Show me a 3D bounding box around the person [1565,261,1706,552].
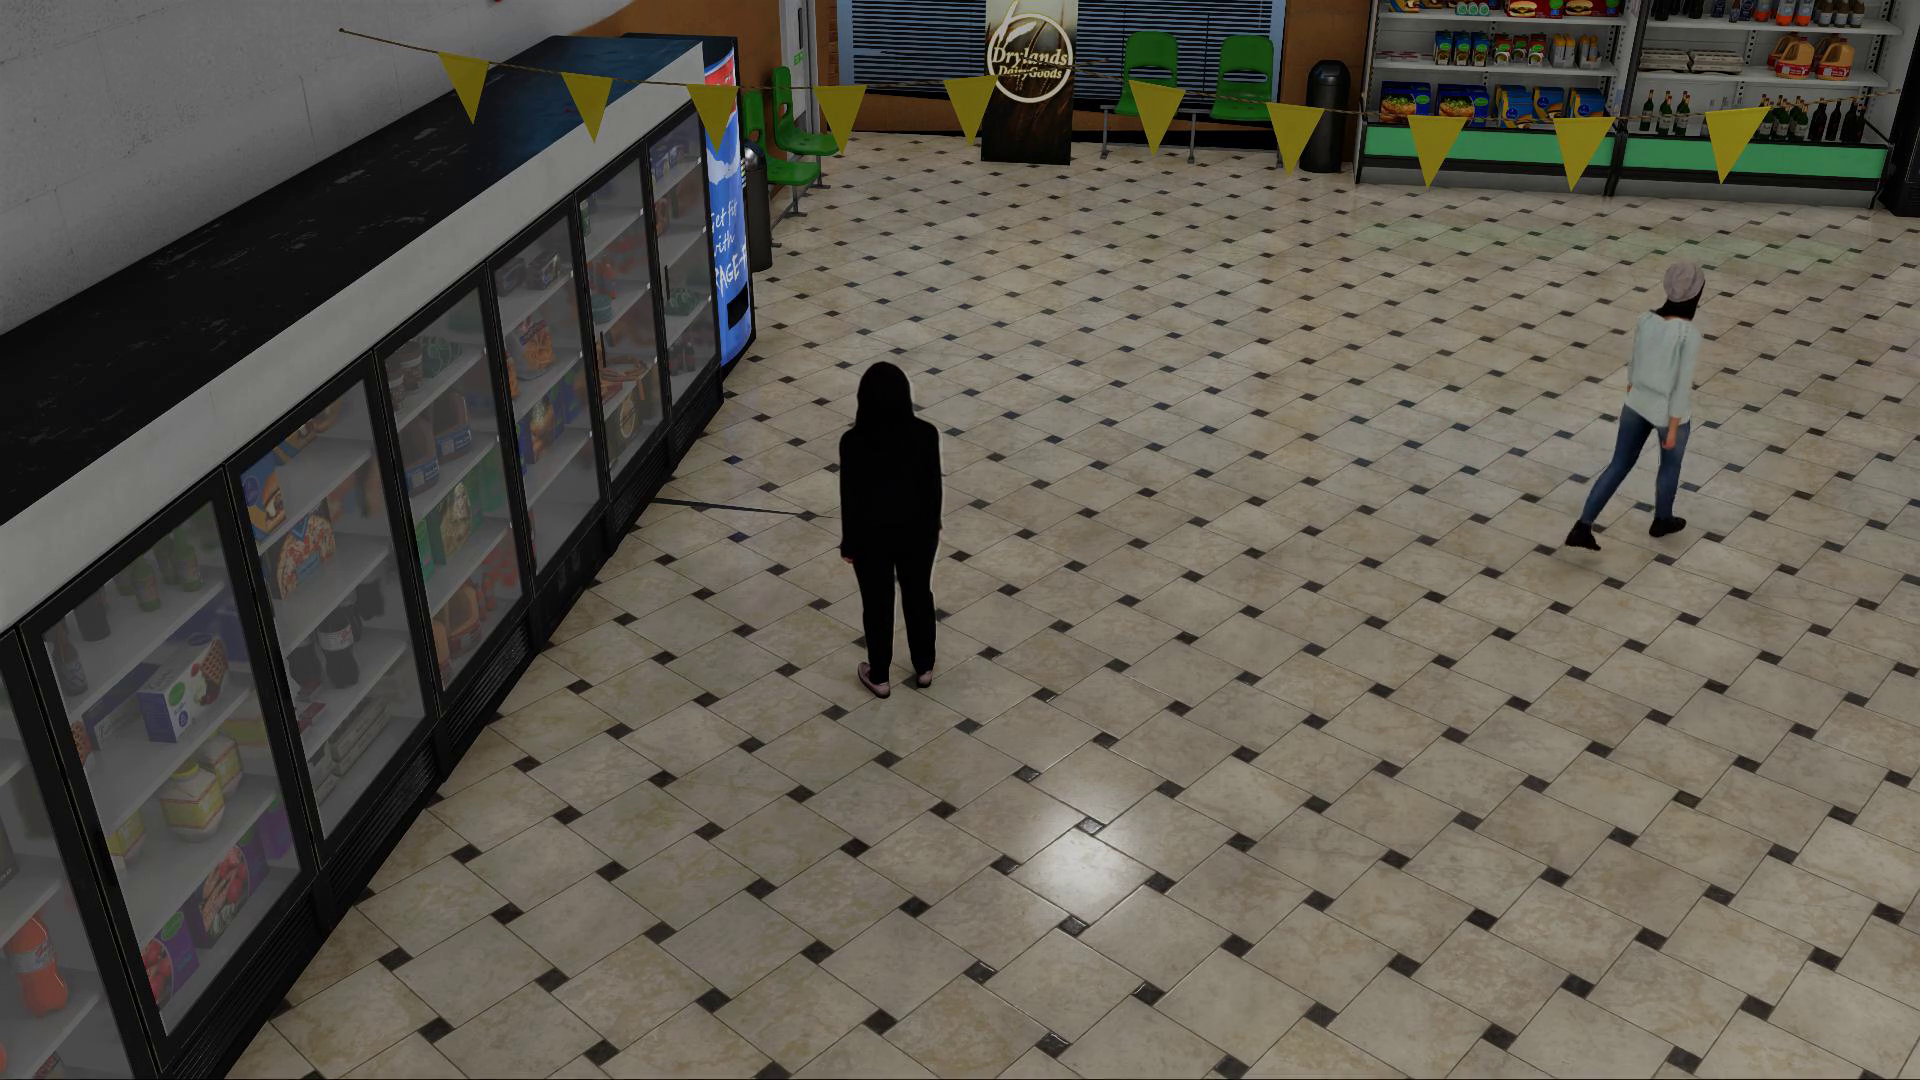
[{"bbox_3d":[3.560,-0.646,8.676,1.149,1.607,1.022,-15,32,-25],"label":"person"}]

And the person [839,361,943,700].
[{"bbox_3d":[-0.311,-0.035,7.548,0.735,1.615,0.829,-11,30,-19],"label":"person"}]
